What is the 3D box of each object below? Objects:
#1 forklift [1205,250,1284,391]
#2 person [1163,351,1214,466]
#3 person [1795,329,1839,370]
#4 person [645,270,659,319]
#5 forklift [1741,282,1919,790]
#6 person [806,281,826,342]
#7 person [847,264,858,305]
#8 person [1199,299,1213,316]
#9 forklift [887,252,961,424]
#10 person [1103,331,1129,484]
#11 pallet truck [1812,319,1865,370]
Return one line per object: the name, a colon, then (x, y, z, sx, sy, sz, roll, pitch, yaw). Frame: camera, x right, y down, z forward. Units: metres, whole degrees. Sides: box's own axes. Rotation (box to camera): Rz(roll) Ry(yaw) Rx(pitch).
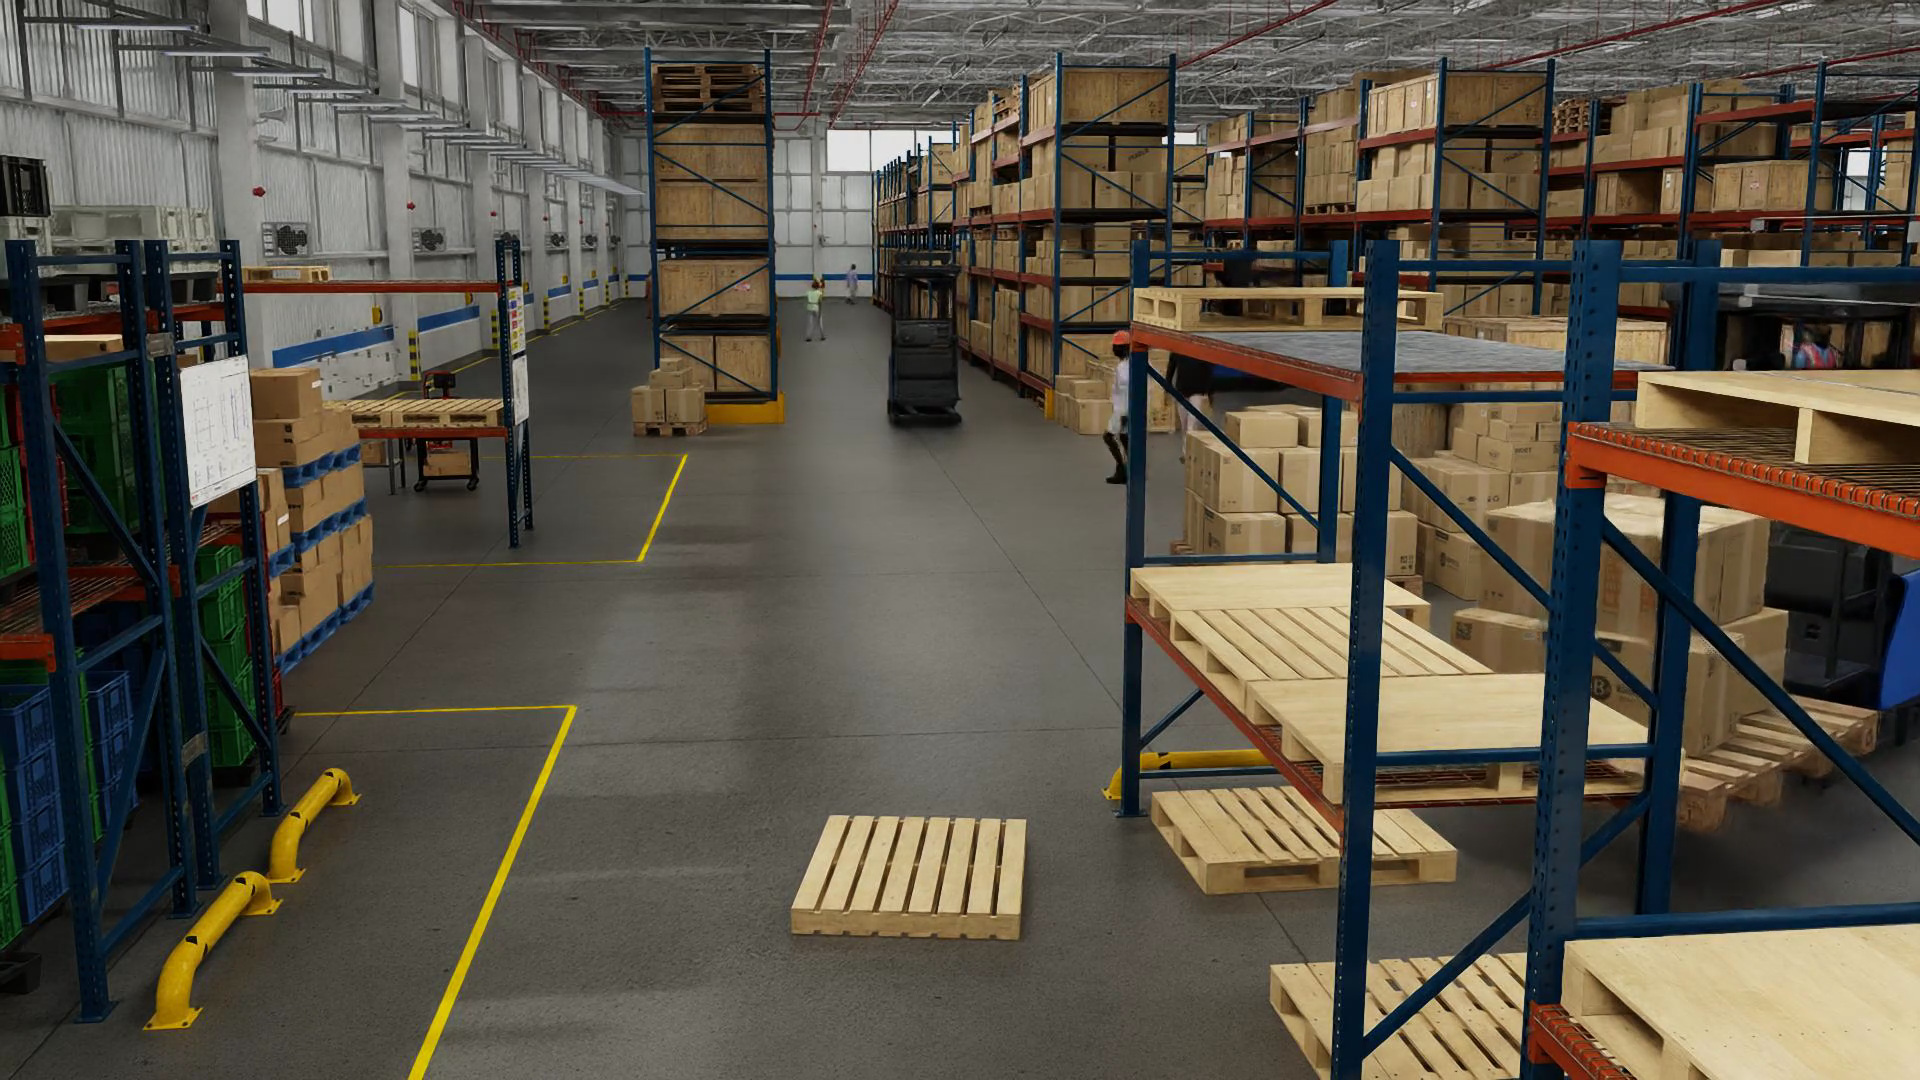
forklift: (5.502, -4.431, 33.487, 1.873, 2.768, 1.129, -1, 10, -6)
person: (3.066, -1.980, 22.528, 0.662, 1.924, 1.054, 4, 11, 22)
person: (11.948, -2.059, 23.318, 0.638, 1.820, 0.848, -1, 10, -4)
person: (-11.938, -9.524, 64.451, 0.401, 1.894, 0.653, 9, 13, 40)
forklift: (5.068, -0.168, 9.866, 1.873, 2.768, 1.129, -9, 13, -40)
person: (-4.357, -6.857, 49.946, 0.570, 1.805, 0.957, 5, 11, 24)
person: (-5.040, -11.987, 78.038, 0.667, 1.914, 0.455, 10, 14, 43)
person: (7.456, -6.875, 49.984, 0.804, 1.819, 0.632, -1, 10, -7)
forklift: (-0.638, -3.431, 27.946, 1.129, 2.768, 1.873, -1, 10, -6)
person: (1.981, -1.631, 20.630, 0.509, 1.916, 0.571, 3, 11, 14)
pallet truck: (15.846, -3.142, 28.793, 1.885, 1.965, 0.823, 2, 10, 12)
